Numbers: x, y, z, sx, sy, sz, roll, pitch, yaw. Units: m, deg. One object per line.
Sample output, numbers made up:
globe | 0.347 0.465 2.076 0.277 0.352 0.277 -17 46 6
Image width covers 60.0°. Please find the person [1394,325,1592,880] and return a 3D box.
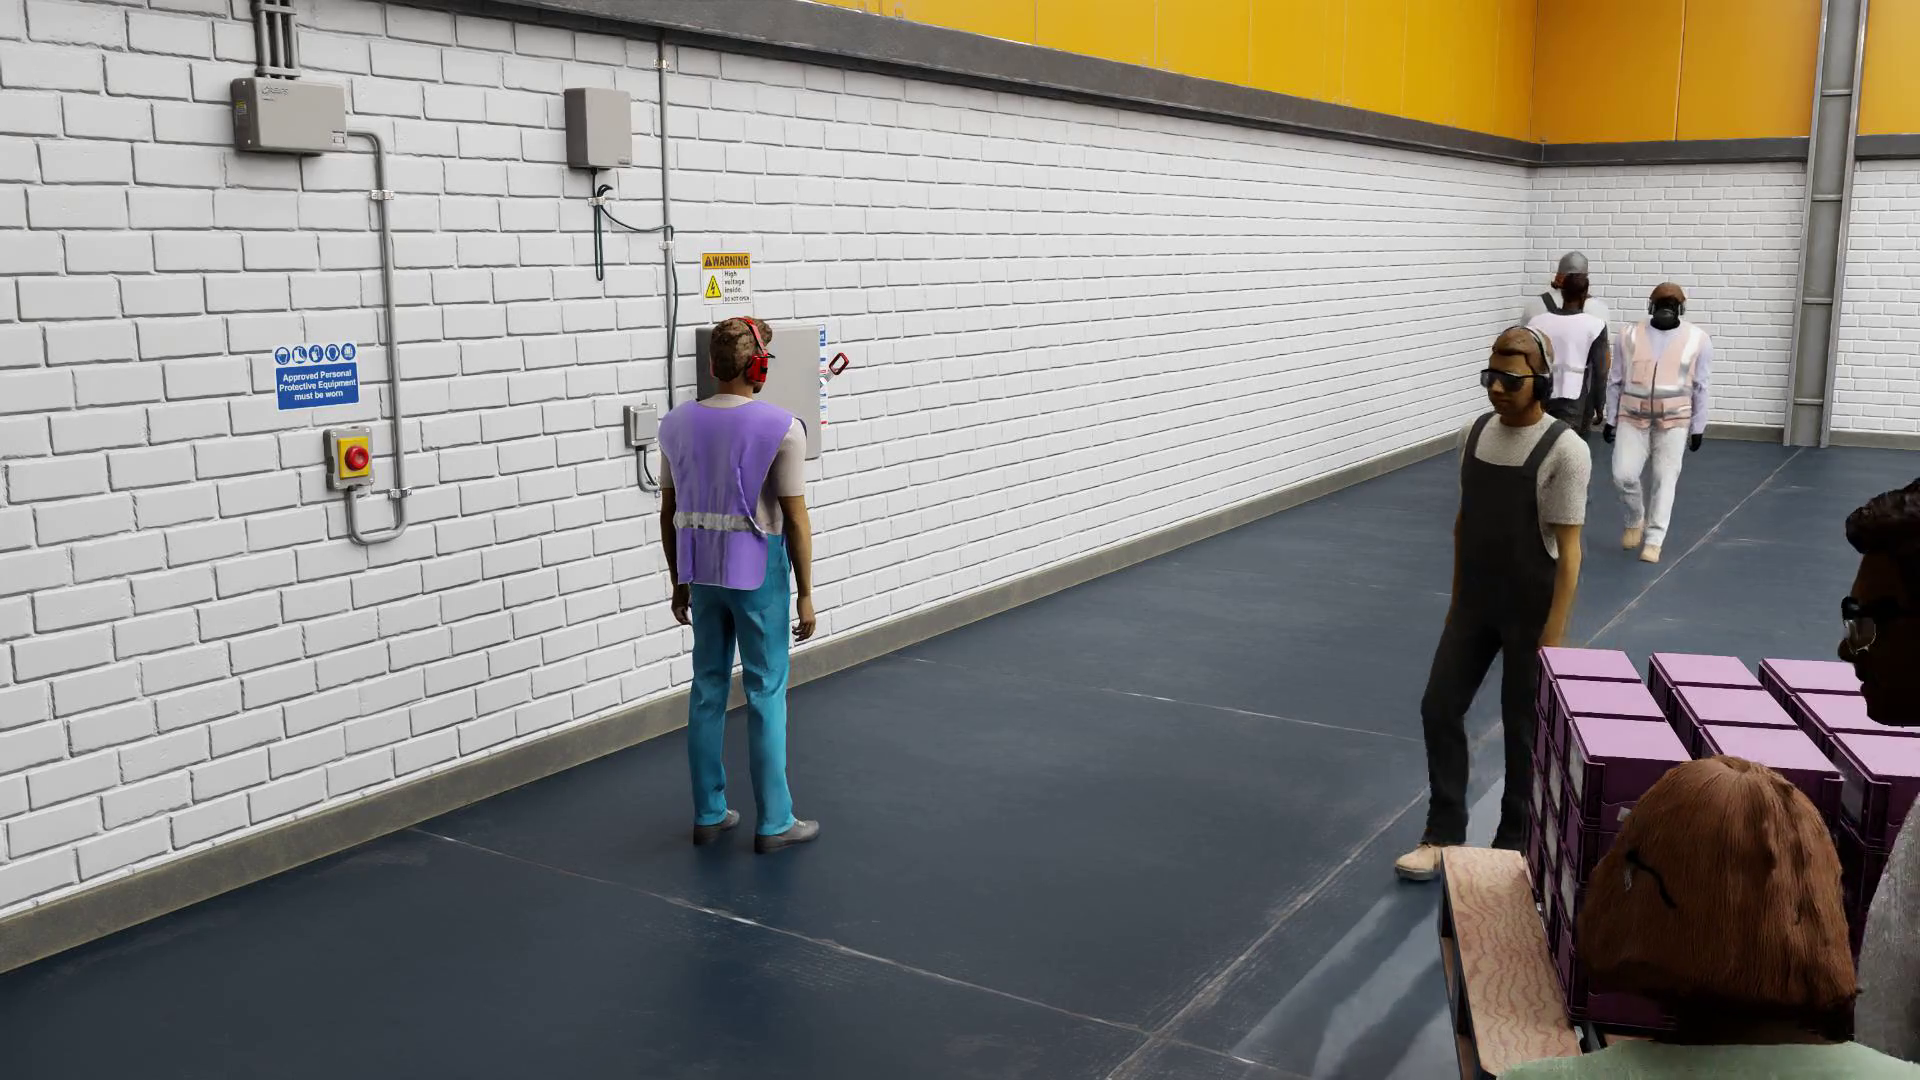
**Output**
person | 1.672 0.242 5.289 0.586 1.832 0.550 -7 12 -32

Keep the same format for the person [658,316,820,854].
person | -0.769 0.162 5.712 0.568 1.843 0.374 5 11 24

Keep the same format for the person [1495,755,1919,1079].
person | 0.731 1.017 1.655 0.501 1.592 0.578 -2 10 -8

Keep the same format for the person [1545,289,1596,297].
person | 6.369 -2.002 17.520 0.582 1.918 0.405 3 11 17

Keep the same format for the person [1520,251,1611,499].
person | 4.814 -1.298 13.262 0.701 2.000 0.696 8 13 37

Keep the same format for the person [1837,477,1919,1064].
person | 1.101 0.855 1.880 0.407 1.850 0.524 2 10 13

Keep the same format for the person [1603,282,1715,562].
person | 4.564 -0.769 10.912 0.653 1.831 0.434 6 12 29

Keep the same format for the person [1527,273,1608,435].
person | 4.559 -1.075 12.537 0.592 1.859 1.041 8 13 38
